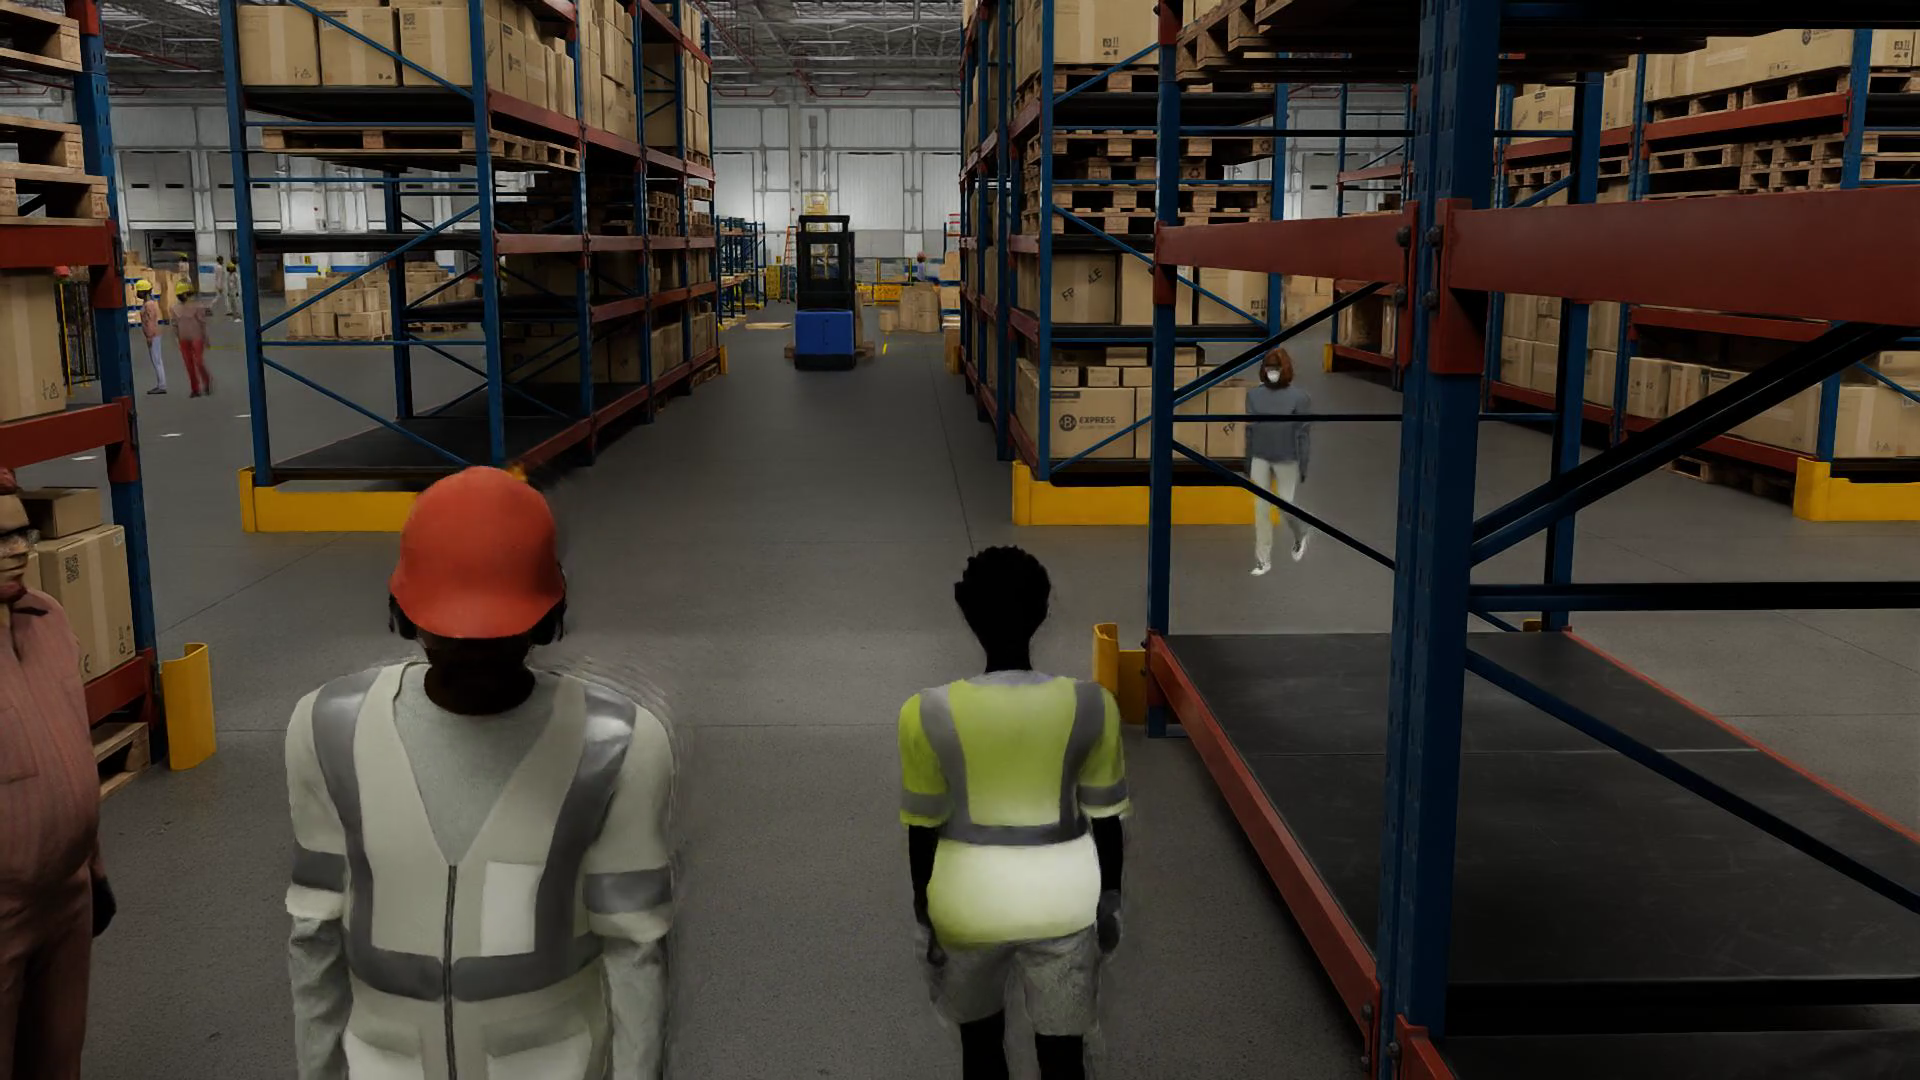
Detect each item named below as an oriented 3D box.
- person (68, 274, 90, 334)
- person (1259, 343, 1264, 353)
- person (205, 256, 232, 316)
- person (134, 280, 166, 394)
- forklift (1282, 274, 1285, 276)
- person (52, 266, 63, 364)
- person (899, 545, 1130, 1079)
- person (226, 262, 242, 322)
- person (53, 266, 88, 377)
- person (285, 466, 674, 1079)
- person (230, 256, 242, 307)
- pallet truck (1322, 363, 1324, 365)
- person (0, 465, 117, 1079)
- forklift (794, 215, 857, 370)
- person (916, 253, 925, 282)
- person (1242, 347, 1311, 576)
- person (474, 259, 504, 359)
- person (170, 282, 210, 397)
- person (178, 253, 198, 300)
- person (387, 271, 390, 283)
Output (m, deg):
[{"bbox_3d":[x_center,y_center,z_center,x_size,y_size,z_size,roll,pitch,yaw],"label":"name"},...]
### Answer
[{"bbox_3d":[-21.929,-5.946,41.018,0.748,1.888,0.633,-9,13,-40],"label":"person"},{"bbox_3d":[6.302,-4.764,34.407,0.620,1.896,0.613,-2,10,-10],"label":"person"},{"bbox_3d":[-23.411,-8.020,52.529,0.884,1.910,0.631,-8,13,-38],"label":"person"},{"bbox_3d":[-12.510,-3.127,25.676,0.358,1.755,0.518,-5,12,-28],"label":"person"},{"bbox_3d":[12.240,-10.302,62.509,1.129,2.768,1.873,0,10,-2],"label":"forklift"},{"bbox_3d":[-17.107,-4.245,31.315,0.612,1.965,0.361,3,10,14],"label":"person"},{"bbox_3d":[0.130,0.852,3.734,0.531,1.675,0.717,-1,10,-4],"label":"person"},{"bbox_3d":[-21.295,-7.253,48.693,0.494,1.743,0.303,7,12,33],"label":"person"},{"bbox_3d":[-15.567,-3.823,28.938,0.660,1.978,0.639,7,12,33],"label":"person"},{"bbox_3d":[-0.767,0.874,2.653,0.642,2.013,0.498,-1,10,-3],"label":"person"},{"bbox_3d":[-26.018,-9.320,60.000,0.734,1.827,0.627,-4,11,-22],"label":"person"},{"bbox_3d":[7.712,-4.157,30.737,1.885,1.965,0.823,3,11,16],"label":"pallet truck"},{"bbox_3d":[-2.043,0.775,3.559,0.400,1.900,0.636,1,10,5],"label":"person"},{"bbox_3d":[-2.488,-4.589,30.687,1.129,2.768,1.873,0,10,-2],"label":"forklift"},{"bbox_3d":[-1.419,-10.051,63.815,0.796,1.916,0.548,-3,11,-18],"label":"person"},{"bbox_3d":[2.254,-0.563,11.791,0.500,1.620,0.491,7,12,33],"label":"person"},{"bbox_3d":[-9.461,-4.632,33.262,0.714,2.000,0.542,8,13,38],"label":"person"},{"bbox_3d":[-11.604,-3.009,25.052,0.524,1.747,0.400,1,10,4],"label":"person"},{"bbox_3d":[-30.731,-10.454,66.086,0.806,1.896,0.590,4,11,19],"label":"person"},{"bbox_3d":[-18.754,-8.402,55.255,0.321,1.692,0.534,9,14,42],"label":"person"}]
